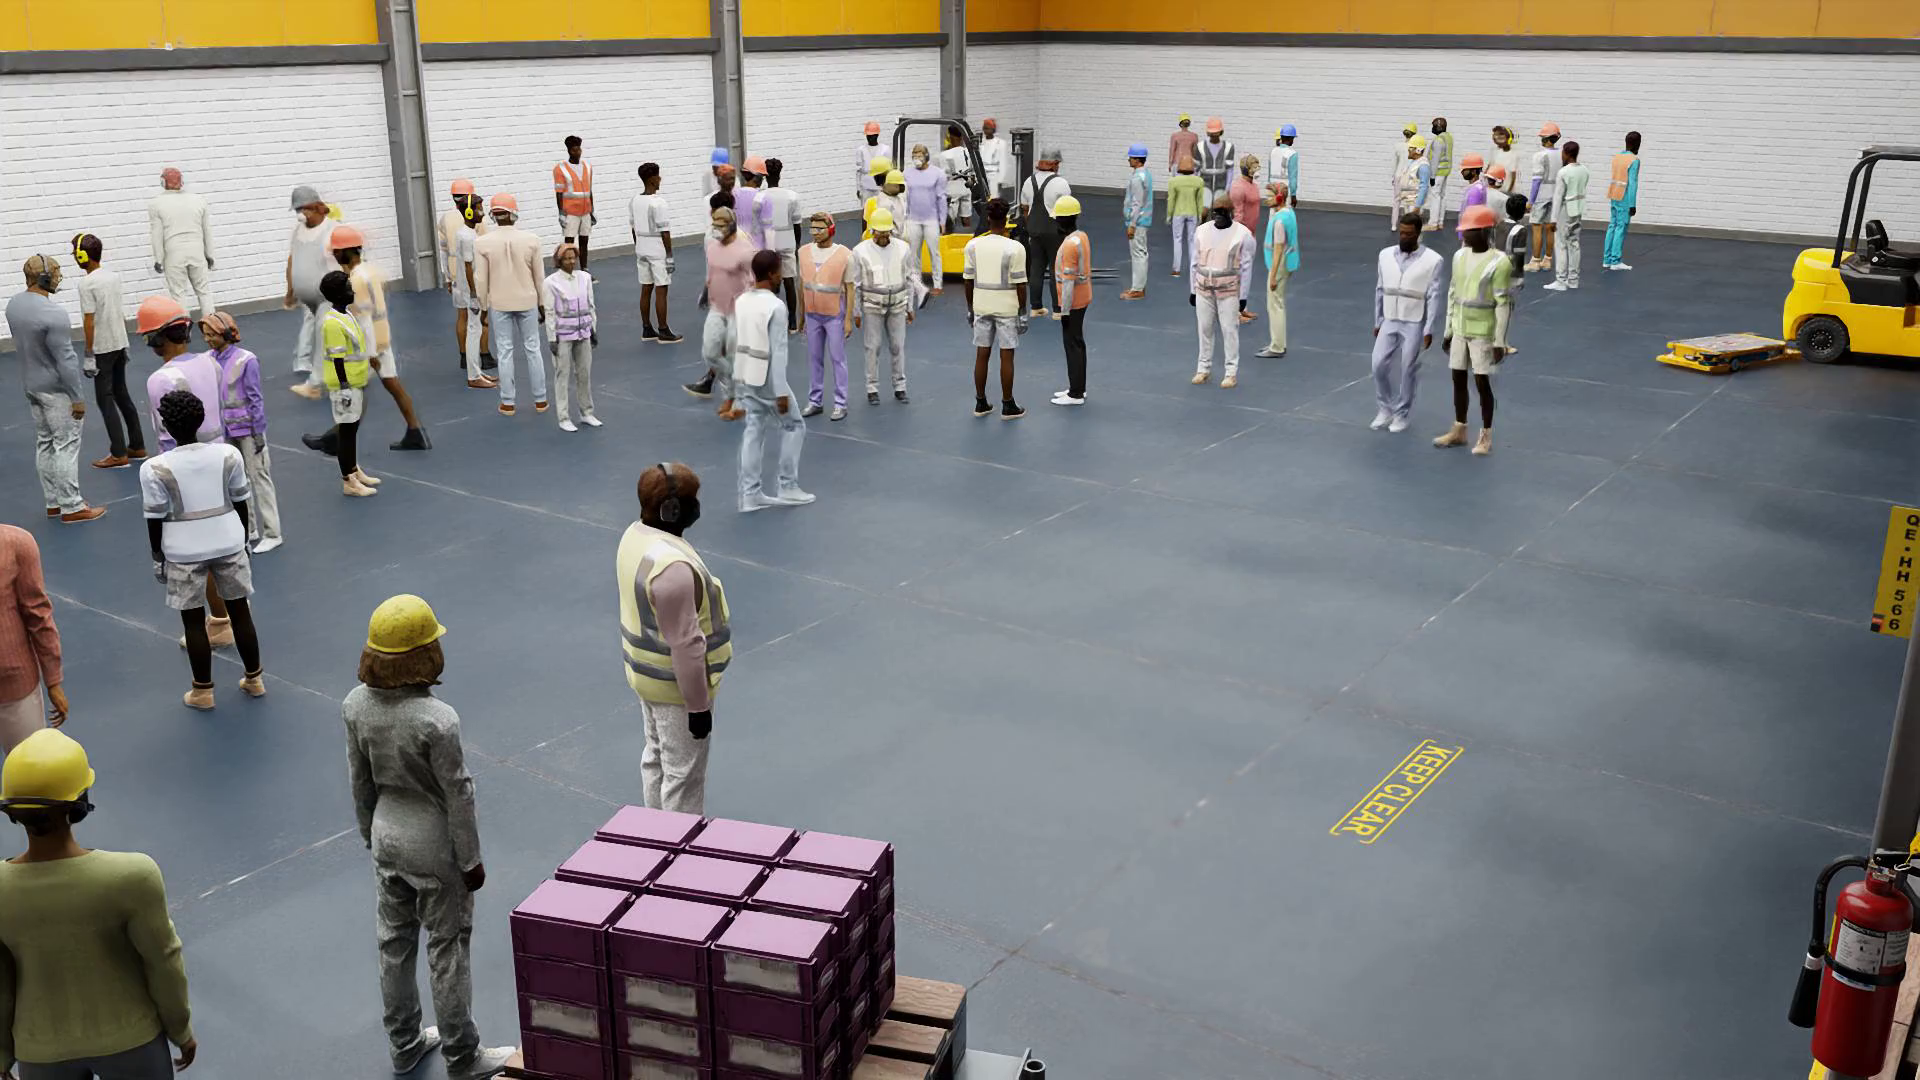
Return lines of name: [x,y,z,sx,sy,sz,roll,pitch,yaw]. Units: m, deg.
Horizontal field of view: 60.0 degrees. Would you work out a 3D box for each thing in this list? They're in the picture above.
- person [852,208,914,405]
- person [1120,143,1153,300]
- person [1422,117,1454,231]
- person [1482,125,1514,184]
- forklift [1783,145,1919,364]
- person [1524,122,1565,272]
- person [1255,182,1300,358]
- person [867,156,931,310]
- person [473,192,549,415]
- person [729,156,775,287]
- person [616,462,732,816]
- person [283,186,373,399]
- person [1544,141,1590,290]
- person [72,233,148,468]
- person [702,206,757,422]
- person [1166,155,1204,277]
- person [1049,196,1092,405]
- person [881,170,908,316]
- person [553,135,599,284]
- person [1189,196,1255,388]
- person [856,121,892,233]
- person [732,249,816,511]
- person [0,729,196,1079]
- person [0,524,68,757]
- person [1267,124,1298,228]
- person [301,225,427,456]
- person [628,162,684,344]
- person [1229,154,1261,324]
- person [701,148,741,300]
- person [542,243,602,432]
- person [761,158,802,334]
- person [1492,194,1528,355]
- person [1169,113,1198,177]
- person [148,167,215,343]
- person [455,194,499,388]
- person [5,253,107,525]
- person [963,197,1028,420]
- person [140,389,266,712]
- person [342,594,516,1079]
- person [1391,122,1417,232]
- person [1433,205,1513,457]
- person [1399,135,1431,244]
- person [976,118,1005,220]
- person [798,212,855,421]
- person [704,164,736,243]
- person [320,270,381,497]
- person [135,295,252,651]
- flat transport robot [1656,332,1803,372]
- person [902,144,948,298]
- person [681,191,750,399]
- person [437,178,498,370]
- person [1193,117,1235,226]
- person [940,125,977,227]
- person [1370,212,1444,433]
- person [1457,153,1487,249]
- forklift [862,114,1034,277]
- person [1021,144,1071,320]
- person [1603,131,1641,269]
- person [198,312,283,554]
person: [-0.710,-2.152,15.356,0.601,1.817,0.403,-6,19,-18]
person: [2.225,-3.995,20.931,0.401,1.952,0.615,5,18,15]
person: [7.898,-6.052,27.530,0.429,1.837,0.624,11,21,31]
person: [8.199,-5.386,25.419,0.463,1.849,0.512,-5,18,-16]
forklift: [9.803,-2.879,17.013,2.313,2.155,1.214,12,21,33]
person: [8.119,-4.765,23.157,0.615,2.042,0.374,-10,20,-29]
person: [3.348,-2.820,17.415,0.405,1.832,0.581,6,19,18]
person: [-0.748,-3.621,19.841,0.705,1.880,0.634,6,19,18]
person: [-4.026,-2.118,14.962,0.612,1.990,0.392,-6,19,-18]
person: [-2.244,-3.152,18.140,0.614,2.031,0.402,11,21,31]
person: [-1.141,0.578,6.773,0.429,1.844,0.627,-9,20,-25]
person: [-6.043,-2.402,15.769,0.686,2.000,1.097,9,20,27]
person: [7.941,-4.220,21.680,0.586,1.907,0.393,-13,22,-35]
person: [-6.816,-1.506,13.271,0.324,1.854,0.530,2,18,5]
person: [-2.011,-1.969,14.612,0.648,1.916,0.444,14,22,37]
person: [3.074,-4.428,22.764,0.507,1.631,0.266,-2,18,-7]
person: [1.011,-2.206,15.366,0.397,1.919,0.582,5,18,14]
person: [-0.772,-3.481,19.625,0.321,1.742,0.492,5,18,15]
person: [-5.067,-4.354,21.995,0.368,1.965,0.609,14,23,38]
person: [2.505,-2.399,16.101,0.625,1.836,0.428,11,21,31]
person: [-1.304,-5.349,25.159,0.547,1.934,0.376,1,18,3]
person: [-1.343,-1.162,12.120,0.700,1.893,0.637,-14,23,-38]
person: [-2.348,1.343,4.501,0.523,1.769,0.314,-4,18,-13]
person: [-3.848,0.593,6.504,0.627,1.981,0.407,-8,20,-25]
person: [4.725,-5.082,24.324,0.415,1.939,0.604,-9,20,-25]
person: [-4.919,-1.618,13.571,0.993,1.883,0.569,-1,18,-4]
person: [-3.340,-3.135,18.182,0.606,1.966,0.367,15,23,39]
person: [3.319,-3.507,19.393,0.372,1.940,0.631,9,20,25]
person: [-3.012,-3.951,20.853,0.639,1.891,0.814,7,19,22]
person: [-3.369,-1.756,14.415,0.312,1.632,0.514,14,23,38]
person: [-2.064,-3.281,18.640,0.602,1.966,0.368,-6,19,-18]
person: [5.795,-2.811,17.624,0.320,1.686,0.539,-5,18,-15]
person: [3.991,-6.728,29.766,0.531,1.755,0.343,-3,18,-8]
person: [-8.531,-3.126,18.255,0.403,1.904,0.651,17,24,42]
person: [-4.680,-2.389,16.036,0.325,1.857,0.512,-6,19,-17]
person: [-6.394,-1.053,11.742,0.639,1.927,0.387,11,21,32]
person: [0.332,-2.055,14.803,0.614,1.965,0.361,9,20,27]
person: [-3.940,0.054,8.663,0.539,1.693,0.321,-16,24,-40]
person: [-1.793,1.011,5.575,0.492,1.744,0.295,8,19,24]
person: [7.326,-5.939,27.279,0.530,1.768,0.312,10,20,29]
person: [4.217,-1.704,13.638,0.402,2.028,0.674,-9,20,-27]
person: [6.468,-4.847,23.751,0.403,1.835,0.586,-1,18,-2]
person: [0.443,-5.811,26.718,0.606,1.862,0.529,13,22,34]
person: [-1.187,-1.992,14.800,0.564,1.846,0.390,8,20,24]
person: [-2.637,-3.309,18.876,0.346,1.879,0.579,16,24,41]
person: [-4.591,-1.174,12.480,0.317,1.700,0.539,-4,18,-11]
person: [-4.364,-0.368,9.417,0.399,2.033,0.612,1,18,4]
flat transport robot: [7.981,-1.953,17.227,1.431,0.197,0.652,-9,20,-27]
person: [-0.463,-4.044,21.096,0.637,1.926,0.367,6,19,18]
person: [-2.250,-2.303,15.652,0.932,1.919,0.609,-8,20,-25]
person: [-4.972,-2.690,16.859,0.550,1.925,0.390,5,18,14]
person: [3.763,-5.254,24.735,0.598,2.014,0.549,1,18,4]
person: [-0.043,-5.013,24.055,0.606,1.967,0.367,-11,21,-31]
person: [3.800,-1.852,14.277,0.613,1.897,0.519,13,22,35]
person: [6.026,-3.609,19.729,0.386,1.929,0.547,6,19,19]
forklift: [-0.171,-4.594,22.377,2.313,2.155,1.214,1,18,3]
person: [1.083,-3.634,19.622,0.679,2.000,0.537,15,23,39]
person: [9.317,-4.771,23.397,0.397,1.911,0.587,-2,18,-6]
person: [-4.859,-0.727,11.198,0.525,1.631,0.313,8,19,23]
